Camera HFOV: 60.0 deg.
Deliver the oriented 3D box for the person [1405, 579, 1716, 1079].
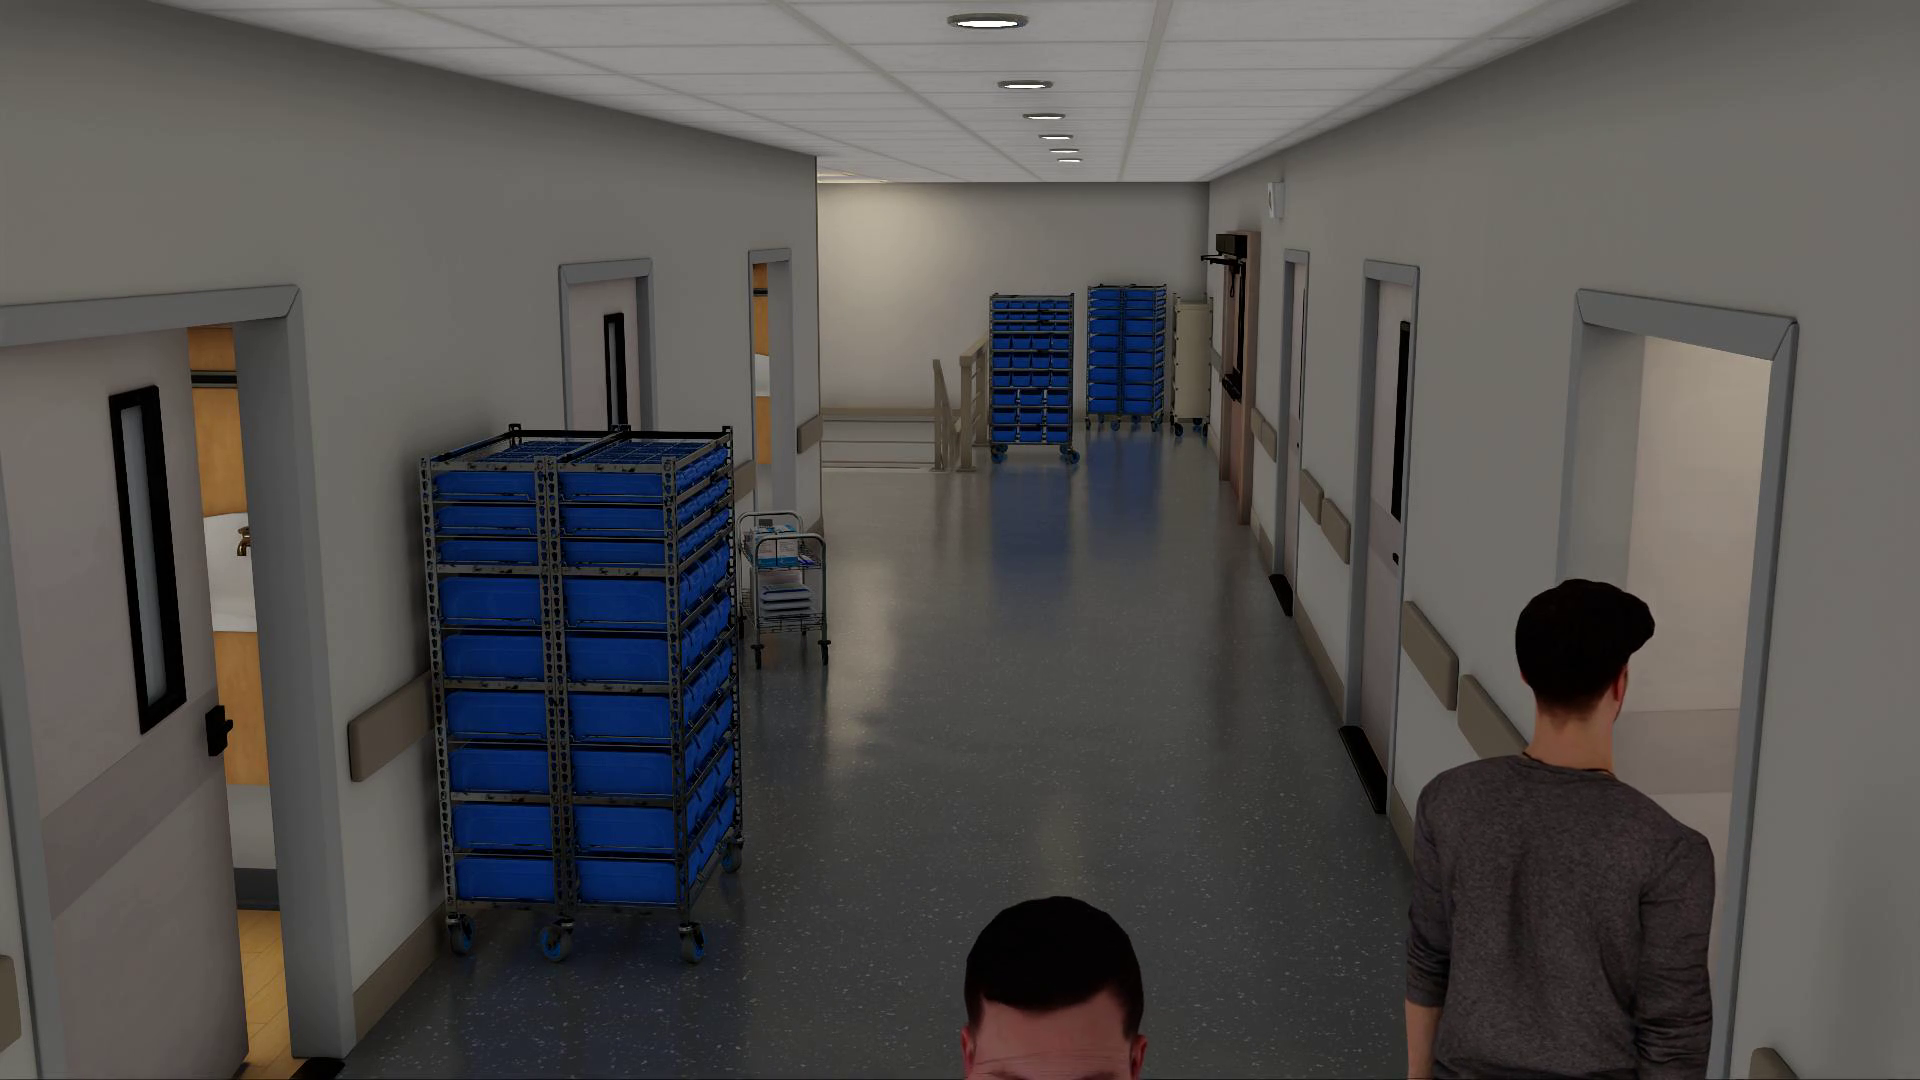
[{"bbox_3d":[0.969,1.014,2.808,0.747,1.898,0.767,9,14,41],"label":"person"}]
